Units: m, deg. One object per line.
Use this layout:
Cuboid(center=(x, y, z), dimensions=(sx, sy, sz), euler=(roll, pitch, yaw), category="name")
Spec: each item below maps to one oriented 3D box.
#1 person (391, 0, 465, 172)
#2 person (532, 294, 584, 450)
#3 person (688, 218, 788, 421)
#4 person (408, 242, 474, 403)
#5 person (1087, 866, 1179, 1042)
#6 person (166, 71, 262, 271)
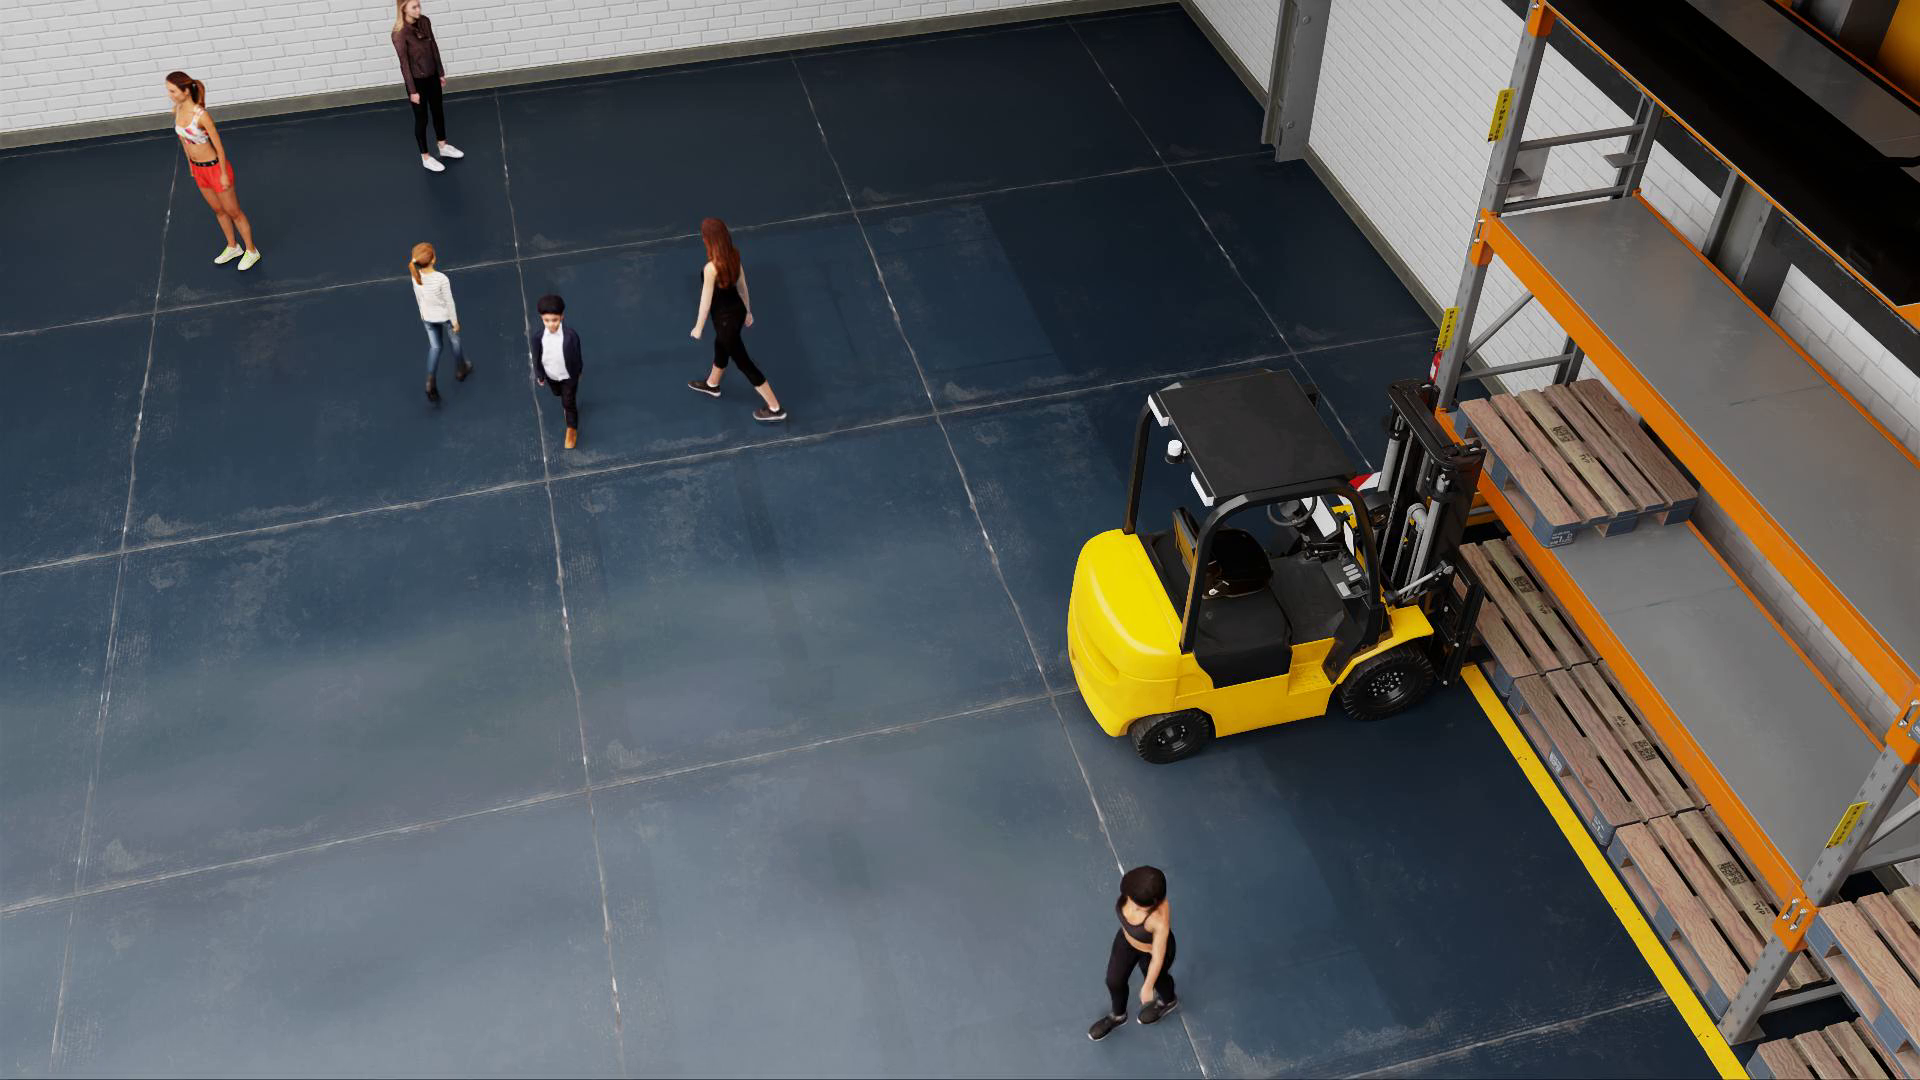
Cuboid(center=(-4.885, -4.184, 15.101), dimensions=(0.731, 1.700, 0.665), euler=(20, 47, 20), category="person")
Cuboid(center=(-3.000, -1.329, 12.456), dimensions=(0.660, 1.214, 0.885), euler=(3, 44, 3), category="person")
Cuboid(center=(-1.639, -1.592, 12.392), dimensions=(1.061, 1.684, 1.118), euler=(14, 45, 14), category="person")
Cuboid(center=(-4.027, -1.658, 12.739), dimensions=(0.729, 1.301, 0.919), euler=(9, 44, 9), category="person")
Cuboid(center=(1.013, 2.064, 8.610), dimensions=(0.780, 1.607, 0.809), euler=(-20, 47, -19), category="person")
Cuboid(center=(-6.249, -3.090, 13.887), dimensions=(0.662, 1.791, 0.718), euler=(20, 47, 20), category="person")
